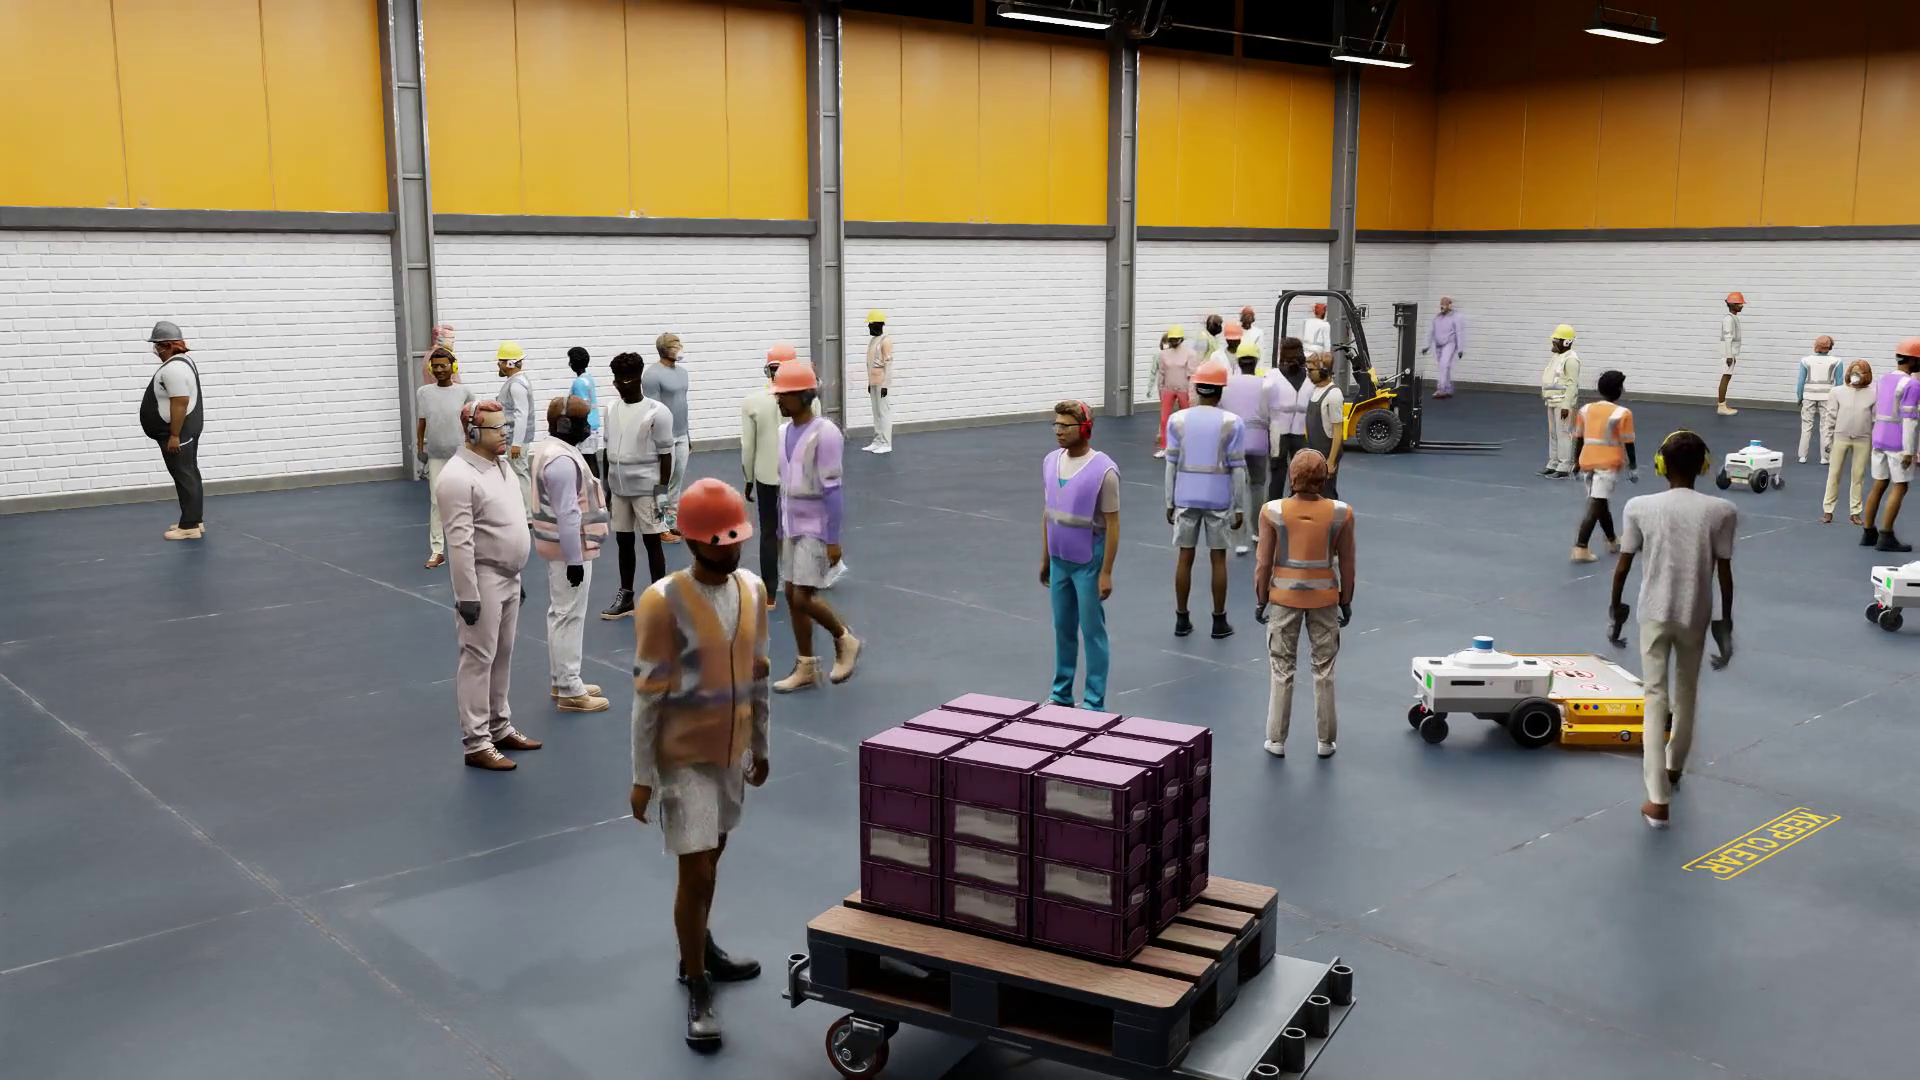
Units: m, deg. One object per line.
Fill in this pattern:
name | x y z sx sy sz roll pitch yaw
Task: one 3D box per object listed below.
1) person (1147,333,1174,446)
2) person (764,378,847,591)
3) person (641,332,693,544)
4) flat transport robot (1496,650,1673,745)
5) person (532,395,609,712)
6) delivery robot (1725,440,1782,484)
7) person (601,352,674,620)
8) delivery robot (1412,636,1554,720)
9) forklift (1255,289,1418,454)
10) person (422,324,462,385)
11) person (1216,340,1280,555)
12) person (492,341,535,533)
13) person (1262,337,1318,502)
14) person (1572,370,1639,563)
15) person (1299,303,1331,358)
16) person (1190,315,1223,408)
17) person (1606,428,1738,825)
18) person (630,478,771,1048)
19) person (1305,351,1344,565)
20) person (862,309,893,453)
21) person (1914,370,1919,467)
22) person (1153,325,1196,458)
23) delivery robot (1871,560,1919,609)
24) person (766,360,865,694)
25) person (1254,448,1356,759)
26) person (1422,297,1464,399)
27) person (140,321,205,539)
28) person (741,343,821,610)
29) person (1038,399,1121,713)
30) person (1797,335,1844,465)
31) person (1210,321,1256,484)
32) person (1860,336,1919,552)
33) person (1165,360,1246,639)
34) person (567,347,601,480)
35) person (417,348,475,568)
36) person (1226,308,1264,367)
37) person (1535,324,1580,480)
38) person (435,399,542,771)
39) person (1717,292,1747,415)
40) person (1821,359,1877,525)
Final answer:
person | 2.909 -2.121 23.317 0.523 1.580 0.903 7 12 35
person | -1.277 -0.430 13.049 0.721 1.705 0.485 0 10 1
person | -2.674 -0.942 15.353 0.372 1.940 0.630 4 10 21
flat transport robot | 3.559 0.883 9.545 0.652 0.197 1.431 0 10 1
person | -2.263 0.073 9.699 0.429 1.840 0.636 -3 10 -18
delivery robot | 8.962 -0.882 18.771 0.707 0.478 0.477 -7 12 -37
person | -2.344 -0.376 11.979 0.603 1.958 0.380 5 11 27
delivery robot | 2.852 0.770 9.100 0.707 0.478 0.477 0 10 1
forklift | 5.034 -2.339 22.783 2.313 2.155 1.214 3 10 16
person | -5.545 -1.364 17.930 0.399 1.904 0.644 -6 11 -29
person | 2.571 -0.844 14.938 0.593 1.874 0.973 2 10 12
person | -4.254 -0.977 15.866 0.404 1.831 0.600 -3 10 -17
person | 3.089 -0.957 15.588 0.664 1.884 0.470 -3 10 -18
person | 5.626 -0.638 14.403 0.868 1.647 0.549 -5 11 -26
person | 6.064 -3.116 28.377 0.953 1.831 0.586 -6 11 -32
person | 3.563 -2.420 24.527 0.696 1.782 0.655 3 10 19
person | 3.392 0.379 7.968 0.540 1.818 0.960 3 10 16
person | -0.871 0.725 5.727 0.557 1.905 0.602 8 12 38
person | 3.090 -0.692 14.191 0.350 1.836 0.505 -1 10 -8
person | -1.096 -2.127 22.325 0.365 1.928 0.585 -5 11 -25
person | 12.233 -1.840 20.703 0.651 1.907 0.409 6 11 32
person | 2.788 -1.907 21.588 0.535 1.732 0.817 5 11 26
delivery robot | 6.850 0.319 11.742 0.707 0.478 0.477 2 10 10
person | -0.910 -0.069 9.986 0.494 2.023 0.635 -7 12 -37
person | 1.805 0.339 8.729 0.524 1.639 0.306 1 10 5
person | 8.874 -3.530 30.692 0.880 1.869 0.653 -5 11 -27
person | -7.375 -1.030 15.572 0.536 2.000 0.688 -3 10 -16
person | -1.321 -0.469 12.418 0.612 1.994 0.395 0 10 -3
person | 0.673 0.131 9.338 0.396 1.847 0.565 -7 12 -37
person | 10.885 -1.768 21.072 0.526 1.637 0.309 7 12 36
person | 3.172 -1.603 19.382 0.539 1.873 0.962 1 10 6
person | 8.416 -0.859 14.925 0.397 1.926 0.566 0 10 -2
person | 1.693 -0.279 11.513 0.557 1.928 0.396 3 10 19
person | -3.934 -1.174 17.419 0.321 1.696 0.537 0 10 -3
person | -4.345 -0.691 14.085 0.513 1.872 0.328 -1 10 -7
person | 4.367 -2.630 25.534 0.595 1.830 1.005 0 10 -1
person | 7.097 -1.635 19.711 0.404 1.837 0.590 0 10 0
person | -2.427 0.222 8.632 0.408 1.908 0.643 1 10 7
person | 12.840 -3.101 27.689 0.375 2.044 0.607 5 11 27
person | 8.780 -0.964 16.374 0.498 1.633 0.282 4 11 23
